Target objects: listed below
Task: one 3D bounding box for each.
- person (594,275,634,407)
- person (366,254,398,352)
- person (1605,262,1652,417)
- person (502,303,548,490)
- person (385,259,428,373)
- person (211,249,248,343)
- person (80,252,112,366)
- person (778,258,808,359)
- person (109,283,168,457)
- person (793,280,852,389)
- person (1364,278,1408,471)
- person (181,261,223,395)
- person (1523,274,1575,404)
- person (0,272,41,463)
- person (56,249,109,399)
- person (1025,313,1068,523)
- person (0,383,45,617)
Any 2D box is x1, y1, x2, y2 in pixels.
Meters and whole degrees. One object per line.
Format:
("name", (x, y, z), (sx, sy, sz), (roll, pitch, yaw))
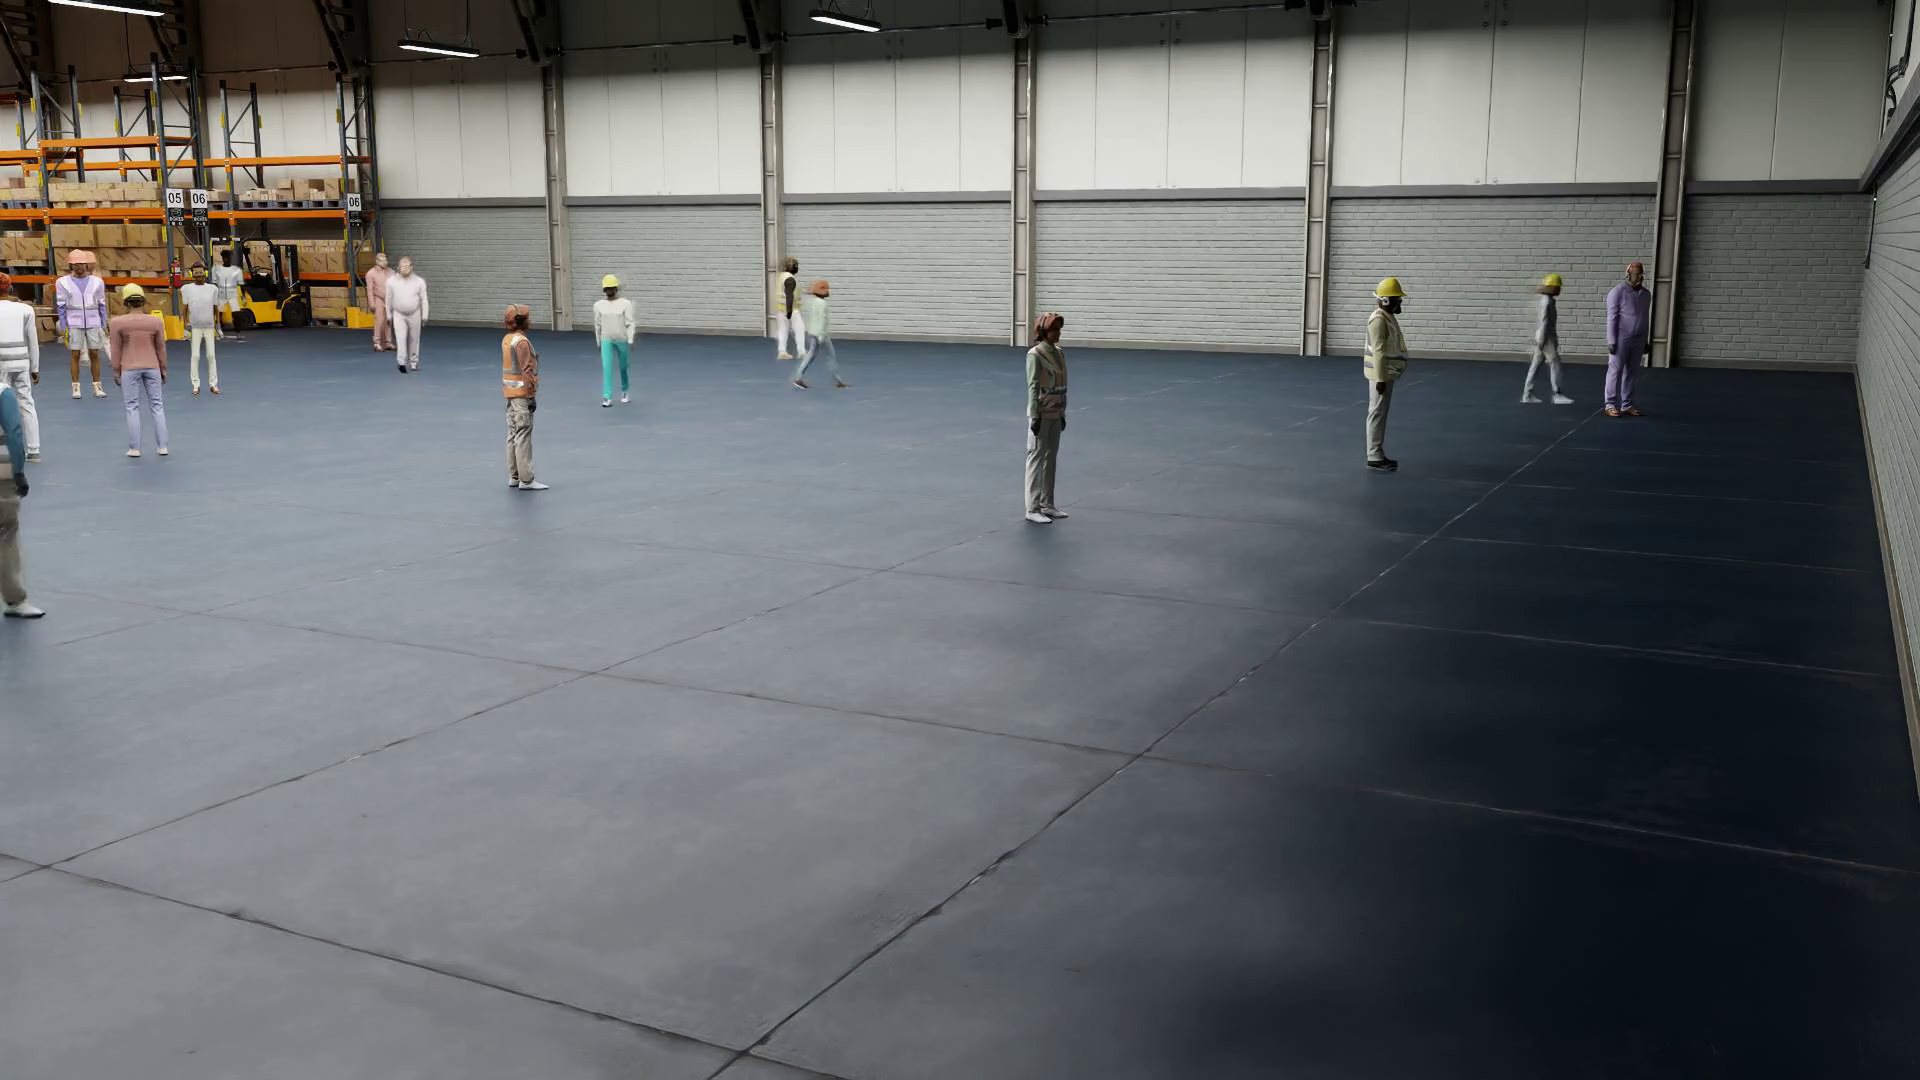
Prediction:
("person", (-4.575, -2.649, 22.058), (0.528, 1.726, 0.894), (0, 10, -2))
("person", (-11.182, -4.594, 32.233), (0.443, 1.882, 0.645), (8, 13, 36))
("person", (8.297, -2.473, 20.595), (0.642, 1.910, 0.401), (-4, 11, -21))
("person", (-3.880, -1.260, 14.700), (0.308, 1.645, 0.514), (-7, 12, -33))
("person", (-9.071, -3.674, 27.304), (0.663, 1.842, 1.005), (-4, 11, -19))
("person", (-15.366, -5.101, 34.831), (0.810, 1.942, 0.579), (-3, 11, -18))
("person", (-14.747, -3.921, 28.353), (0.958, 1.949, 0.615), (6, 12, 29))
("person", (-2.972, -4.172, 30.092), (0.757, 1.812, 0.645), (-3, 11, -18))
("person", (-8.344, -1.722, 16.912), (0.521, 1.758, 0.349), (-9, 13, -39))
("person", (-2.054, -2.990, 24.287), (0.868, 1.596, 0.510), (-4, 11, -21))
("person", (4.083, -1.588, 15.964), (0.403, 1.835, 0.588), (4, 11, 20))
("person", (-10.703, -2.988, 23.502), (0.518, 1.874, 0.329), (-6, 12, -31))
("person", (7.899, -2.659, 22.112), (0.774, 1.712, 0.506), (4, 11, 20))
("person", (-9.307, -1.668, 16.268), (0.343, 1.882, 0.585), (7, 13, 34))
("person", (-12.069, -2.968, 22.921), (0.609, 2.044, 0.395), (-8, 13, -36))
("person", (0.681, -0.960, 13.075), (0.308, 1.639, 0.524), (6, 12, 28))
("person", (-5.688, -0.348, 9.823), (0.636, 1.608, 0.328), (4, 11, 20))
